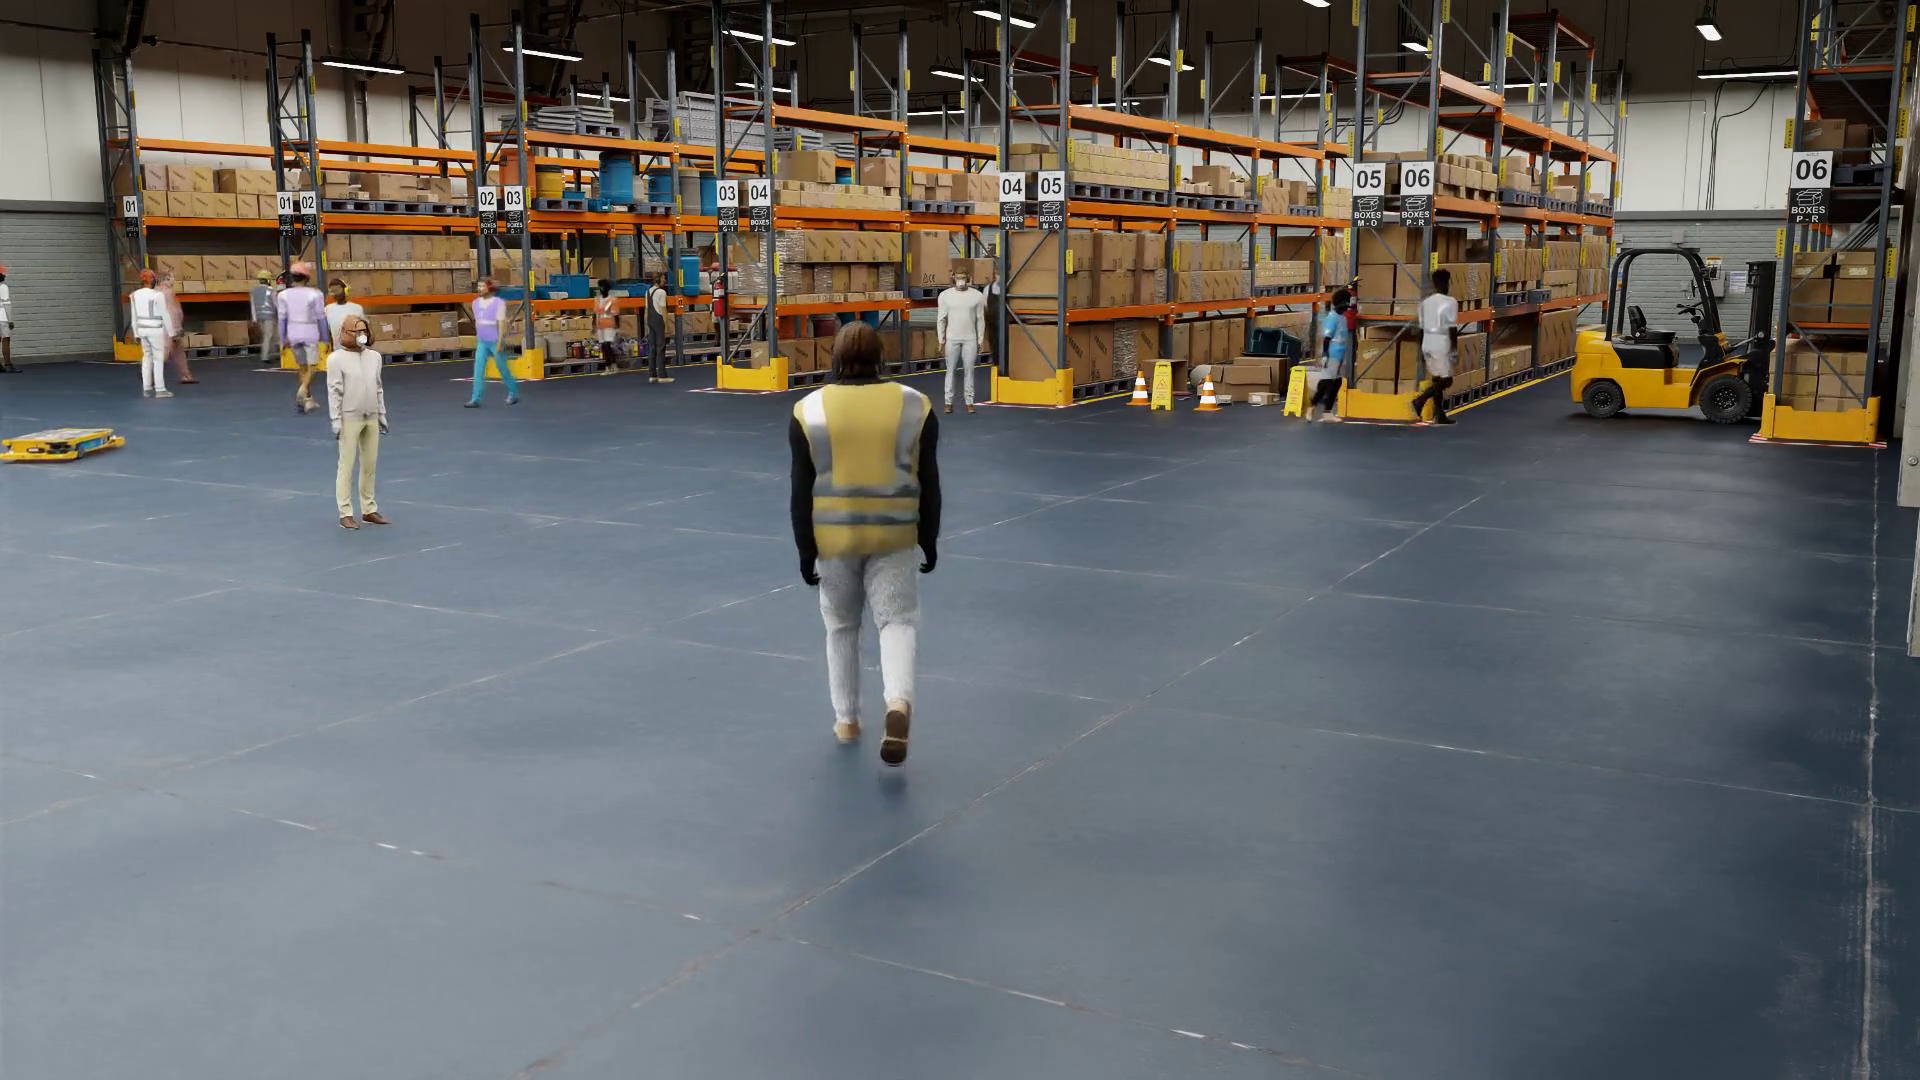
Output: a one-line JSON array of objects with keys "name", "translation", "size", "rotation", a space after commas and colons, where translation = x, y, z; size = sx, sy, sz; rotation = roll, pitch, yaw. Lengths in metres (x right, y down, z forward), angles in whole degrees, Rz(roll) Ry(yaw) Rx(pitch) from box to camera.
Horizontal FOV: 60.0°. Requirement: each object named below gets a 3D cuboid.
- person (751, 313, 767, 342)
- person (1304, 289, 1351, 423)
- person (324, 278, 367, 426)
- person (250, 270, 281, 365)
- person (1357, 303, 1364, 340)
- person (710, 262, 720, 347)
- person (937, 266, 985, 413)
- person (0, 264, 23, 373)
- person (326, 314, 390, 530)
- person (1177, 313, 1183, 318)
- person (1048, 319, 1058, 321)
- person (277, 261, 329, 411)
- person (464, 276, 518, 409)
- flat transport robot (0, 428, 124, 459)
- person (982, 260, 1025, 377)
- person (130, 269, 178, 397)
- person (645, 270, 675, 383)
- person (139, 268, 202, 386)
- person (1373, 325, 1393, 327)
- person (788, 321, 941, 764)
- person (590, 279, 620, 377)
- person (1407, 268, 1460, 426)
[{"name": "person", "translation": [-4.626, -5.425, 38.332], "size": [0.593, 1.924, 0.382], "rotation": [6, 11, 32]}, {"name": "person", "translation": [4.543, -2.268, 20.590], "size": [0.510, 1.671, 0.557], "rotation": [5, 11, 29]}, {"name": "person", "translation": [-7.557, -2.321, 20.554], "size": [0.552, 1.807, 1.034], "rotation": [0, 10, 1]}, {"name": "person", "translation": [-13.208, -4.263, 31.931], "size": [0.600, 1.790, 0.880], "rotation": [4, 10, 22]}, {"name": "person", "translation": [8.645, -5.030, 36.233], "size": [0.511, 1.858, 0.332], "rotation": [2, 10, 10]}, {"name": "person", "translation": [-5.233, -5.021, 35.947], "size": [0.550, 1.933, 0.375], "rotation": [8, 13, 40]}, {"name": "person", "translation": [0.014, -2.639, 21.990], "size": [0.635, 1.937, 0.353], "rotation": [-1, 10, -3]}, {"name": "person", "translation": [-17.000, -3.921, 29.495], "size": [0.543, 1.939, 0.371], "rotation": [4, 11, 23]}, {"name": "person", "translation": [-4.598, -0.905, 12.729], "size": [0.267, 1.632, 0.507], "rotation": [6, 11, 30]}, {"name": "person", "translation": [5.596, -6.272, 43.181], "size": [0.639, 1.954, 0.957], "rotation": [9, 13, 42]}, {"name": "person", "translation": [1.740, -3.768, 28.748], "size": [0.569, 1.882, 0.976], "rotation": [4, 10, 20]}, {"name": "person", "translation": [-8.734, -2.692, 22.072], "size": [0.615, 2.022, 0.851], "rotation": [0, 10, 1]}, {"name": "person", "translation": [-6.461, -2.726, 22.922], "size": [0.583, 1.801, 0.960], "rotation": [5, 11, 25]}, {"name": "flat transport robot", "translation": [-9.340, -1.006, 17.301], "size": [0.652, 0.197, 1.431], "rotation": [-1, 10, -4]}, {"name": "person", "translation": [0.601, -3.209, 25.029], "size": [0.699, 2.000, 0.679], "rotation": [4, 10, 21]}, {"name": "person", "translation": [-11.856, -3.027, 24.441], "size": [0.598, 1.883, 0.406], "rotation": [3, 10, 19]}, {"name": "person", "translation": [-4.944, -3.488, 27.247], "size": [0.505, 1.842, 0.349], "rotation": [9, 13, 43]}, {"name": "person", "translation": [-12.770, -3.423, 26.751], "size": [0.889, 1.879, 0.636], "rotation": [-6, 12, -33]}, {"name": "person", "translation": [9.952, -5.484, 38.817], "size": [0.996, 1.871, 0.612], "rotation": [5, 11, 26]}, {"name": "person", "translation": [-0.383, 0.014, 6.851], "size": [0.631, 1.819, 0.784], "rotation": [-1, 10, -4]}, {"name": "person", "translation": [-6.091, -3.634, 28.568], "size": [0.546, 1.687, 0.395], "rotation": [6, 12, 33]}, {"name": "person", "translation": [5.745, -2.319, 20.140], "size": [0.673, 1.928, 0.623], "rotation": [-4, 10, -20]}]
